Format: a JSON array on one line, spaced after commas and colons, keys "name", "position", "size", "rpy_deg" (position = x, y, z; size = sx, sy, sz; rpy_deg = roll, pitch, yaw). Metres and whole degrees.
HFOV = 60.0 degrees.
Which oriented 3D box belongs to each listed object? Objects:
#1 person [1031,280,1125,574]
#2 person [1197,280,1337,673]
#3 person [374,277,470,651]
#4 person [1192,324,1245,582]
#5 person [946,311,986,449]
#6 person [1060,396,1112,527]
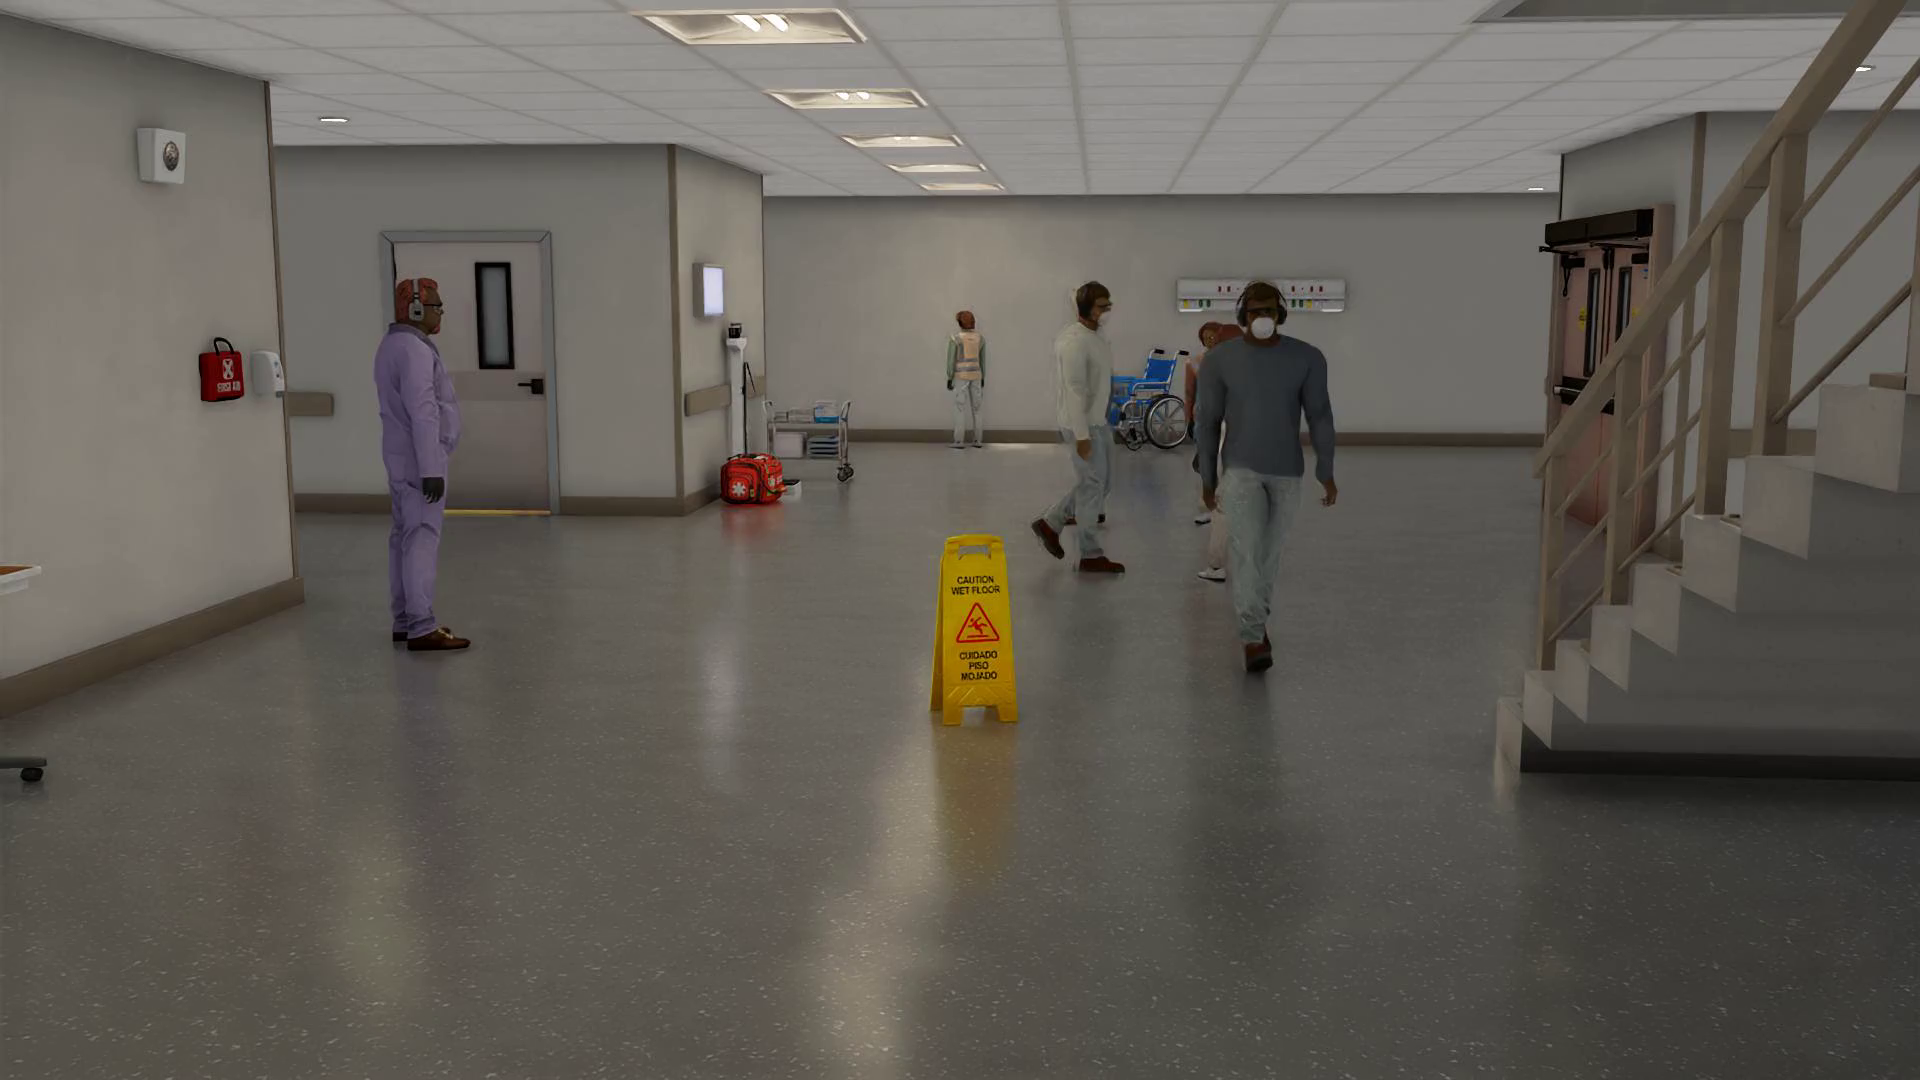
[{"name": "person", "position": [0.770, -0.727, 10.853], "size": [0.581, 1.913, 0.643], "rpy_deg": [3, 9, 20]}, {"name": "person", "position": [1.495, -0.320, 8.170], "size": [0.649, 1.886, 1.015], "rpy_deg": [0, 8, 0]}, {"name": "person", "position": [-2.769, -0.392, 8.581], "size": [0.401, 1.907, 0.648], "rpy_deg": [-5, 10, -30]}, {"name": "person", "position": [1.724, -0.550, 10.570], "size": [0.513, 1.637, 0.313], "rpy_deg": [-2, 9, -16]}, {"name": "person", "position": [0.082, -1.896, 19.738], "size": [0.521, 1.635, 0.312], "rpy_deg": [-5, 10, -30]}, {"name": "person", "position": [0.926, -0.903, 13.014], "size": [0.584, 1.612, 0.533], "rpy_deg": [-3, 9, -22]}]
